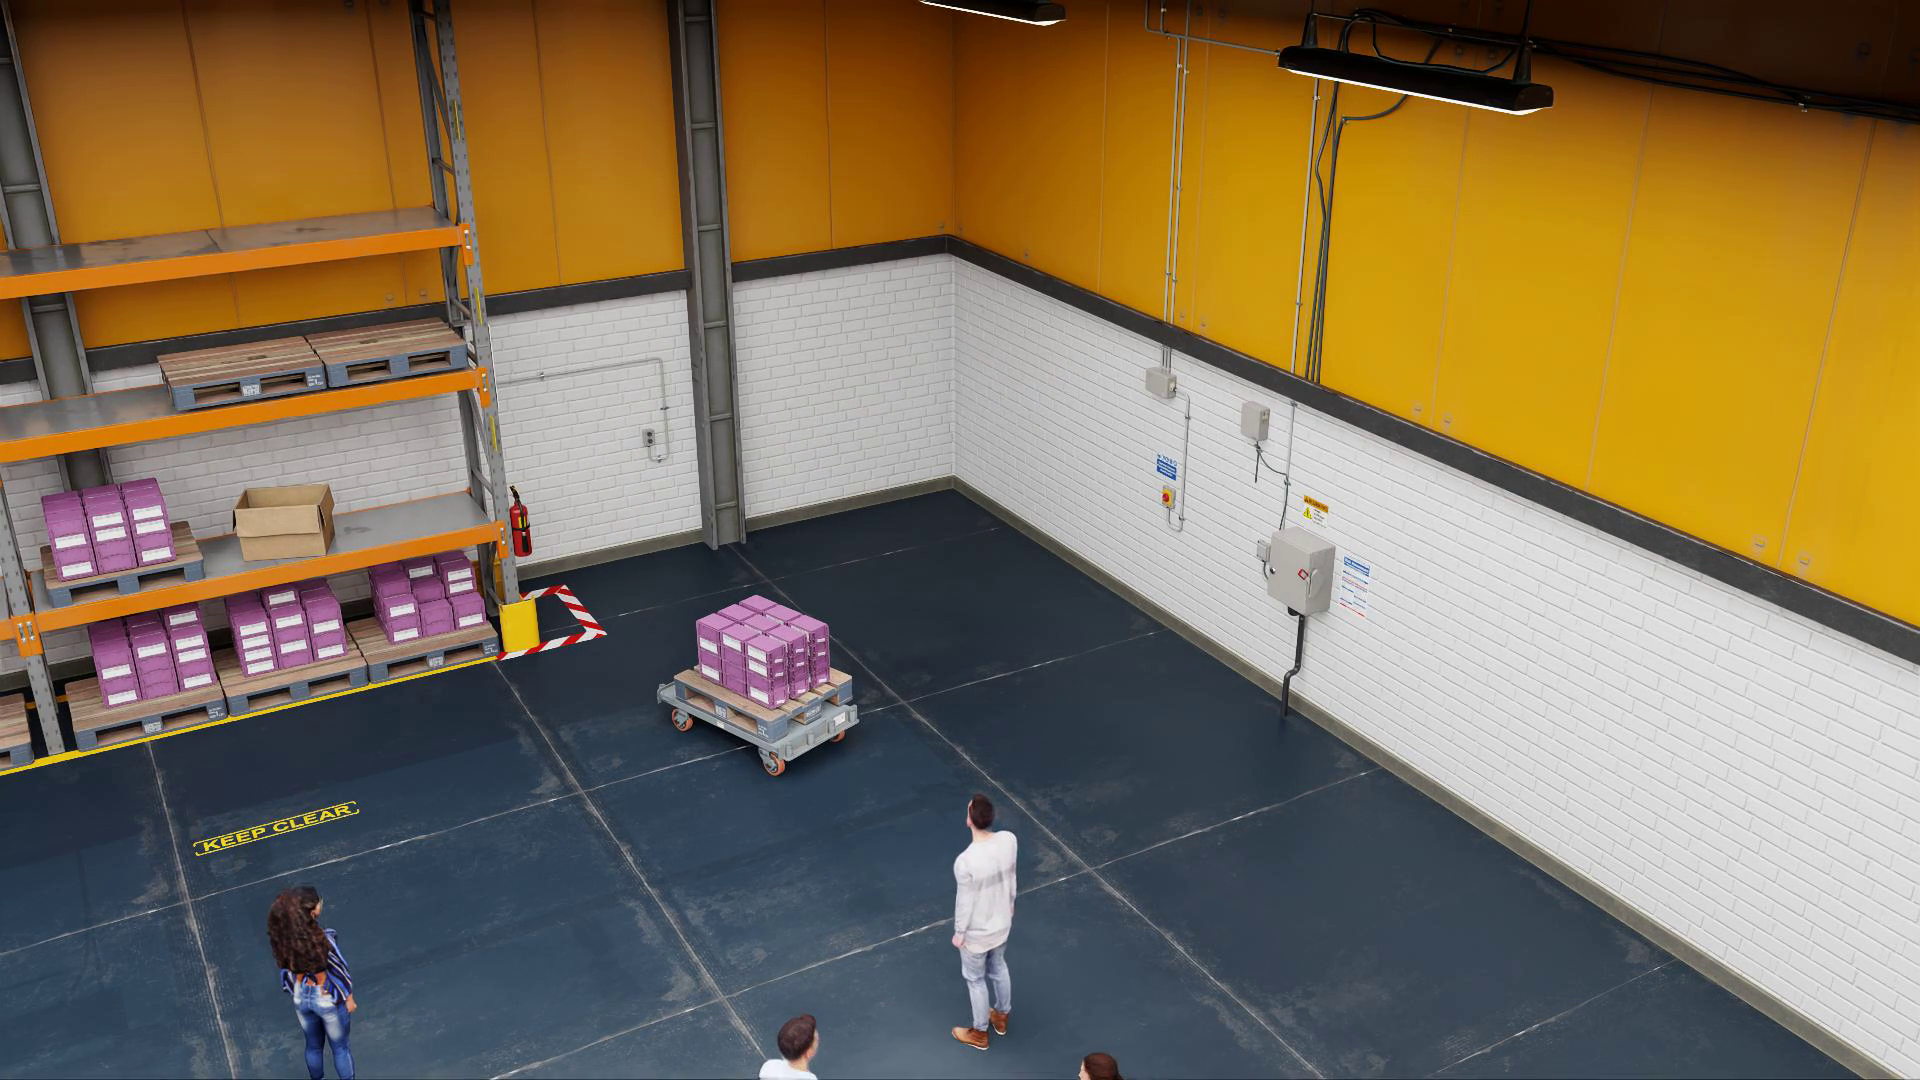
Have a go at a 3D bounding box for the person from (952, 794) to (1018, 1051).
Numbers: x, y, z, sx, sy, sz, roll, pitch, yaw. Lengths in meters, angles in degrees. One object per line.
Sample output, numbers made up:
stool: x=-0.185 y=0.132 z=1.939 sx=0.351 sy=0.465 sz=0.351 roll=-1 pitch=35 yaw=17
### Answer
person: x=0.157 y=2.414 z=10.573 sx=0.588 sy=1.839 sz=0.789 roll=-21 pitch=31 yaw=-39

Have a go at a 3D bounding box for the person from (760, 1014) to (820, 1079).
person: x=-0.813 y=3.246 z=8.660 sx=0.665 sy=1.846 sz=0.700 roll=-20 pitch=31 yaw=-38

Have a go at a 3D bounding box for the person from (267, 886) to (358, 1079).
person: x=-3.863 y=2.768 z=10.041 sx=0.688 sy=1.616 sz=0.747 roll=6 pitch=24 yaw=14
